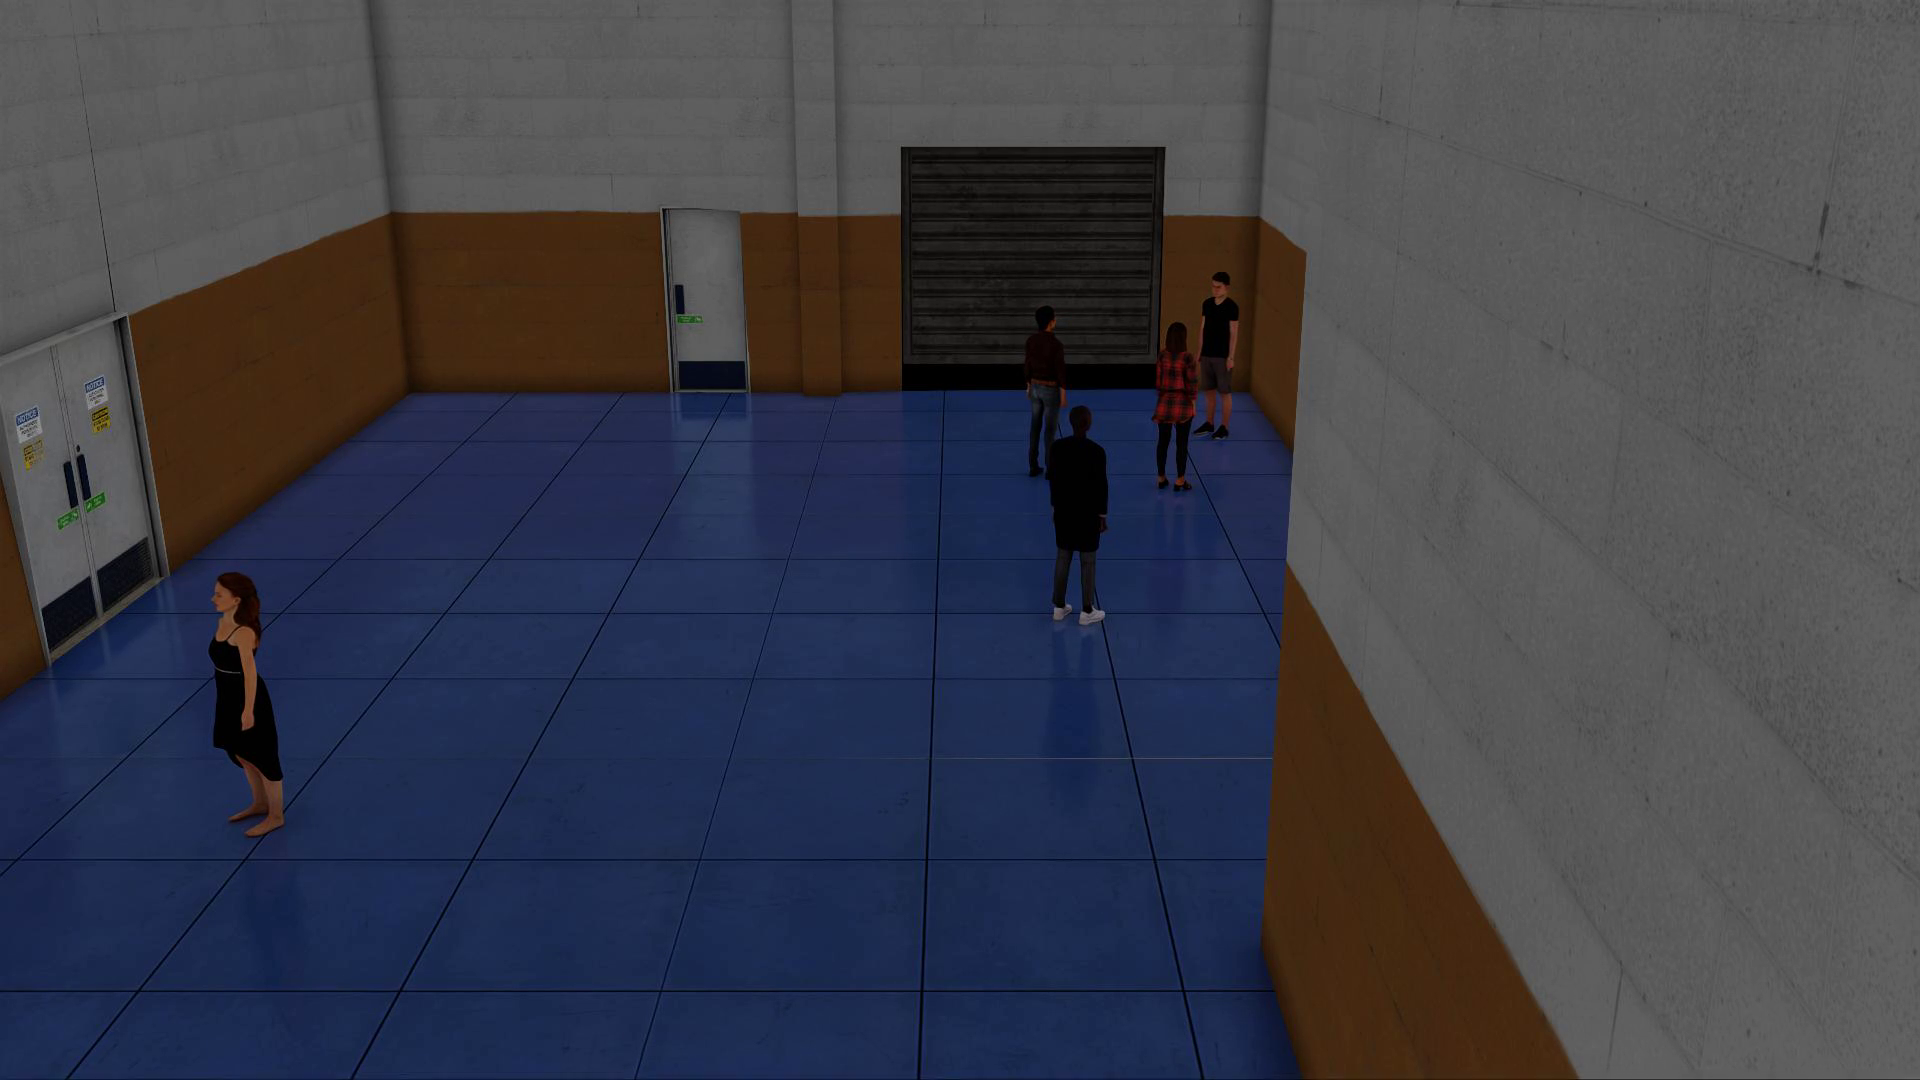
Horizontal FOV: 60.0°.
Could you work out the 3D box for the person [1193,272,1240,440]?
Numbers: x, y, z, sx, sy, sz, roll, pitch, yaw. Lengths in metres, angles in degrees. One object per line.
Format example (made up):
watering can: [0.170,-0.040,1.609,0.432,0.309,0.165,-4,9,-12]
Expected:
person: [2.886,-2.072,18.519,0.802,1.862,0.755,-16,24,-39]

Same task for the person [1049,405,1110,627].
person: [0.919,-0.205,13.137,0.673,1.761,0.792,11,21,29]

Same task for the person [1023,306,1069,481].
person: [0.861,-1.505,16.962,0.682,1.782,0.774,14,23,36]

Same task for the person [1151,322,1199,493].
person: [2.143,-1.333,16.572,0.671,1.704,0.760,13,22,33]

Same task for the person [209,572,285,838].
person: [-4.246,0.960,9.896,0.731,1.625,0.675,-16,24,-39]
